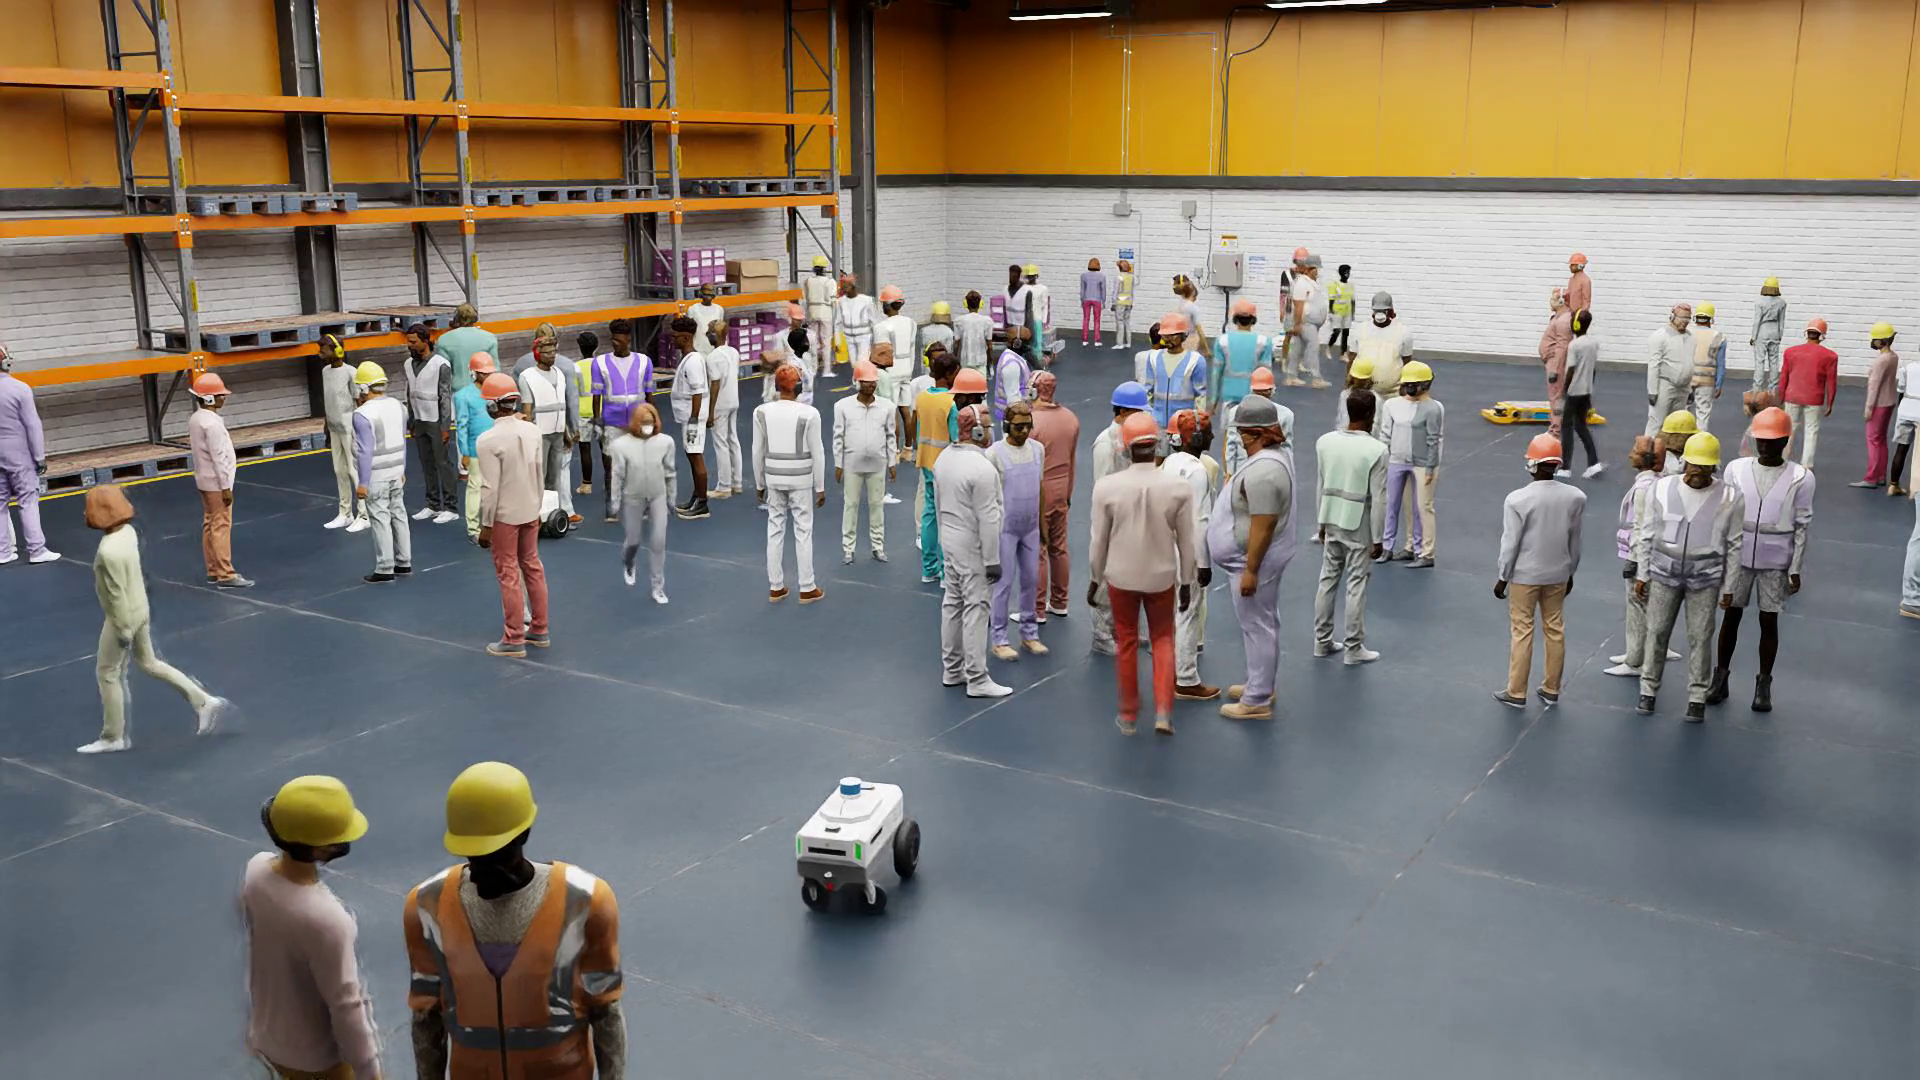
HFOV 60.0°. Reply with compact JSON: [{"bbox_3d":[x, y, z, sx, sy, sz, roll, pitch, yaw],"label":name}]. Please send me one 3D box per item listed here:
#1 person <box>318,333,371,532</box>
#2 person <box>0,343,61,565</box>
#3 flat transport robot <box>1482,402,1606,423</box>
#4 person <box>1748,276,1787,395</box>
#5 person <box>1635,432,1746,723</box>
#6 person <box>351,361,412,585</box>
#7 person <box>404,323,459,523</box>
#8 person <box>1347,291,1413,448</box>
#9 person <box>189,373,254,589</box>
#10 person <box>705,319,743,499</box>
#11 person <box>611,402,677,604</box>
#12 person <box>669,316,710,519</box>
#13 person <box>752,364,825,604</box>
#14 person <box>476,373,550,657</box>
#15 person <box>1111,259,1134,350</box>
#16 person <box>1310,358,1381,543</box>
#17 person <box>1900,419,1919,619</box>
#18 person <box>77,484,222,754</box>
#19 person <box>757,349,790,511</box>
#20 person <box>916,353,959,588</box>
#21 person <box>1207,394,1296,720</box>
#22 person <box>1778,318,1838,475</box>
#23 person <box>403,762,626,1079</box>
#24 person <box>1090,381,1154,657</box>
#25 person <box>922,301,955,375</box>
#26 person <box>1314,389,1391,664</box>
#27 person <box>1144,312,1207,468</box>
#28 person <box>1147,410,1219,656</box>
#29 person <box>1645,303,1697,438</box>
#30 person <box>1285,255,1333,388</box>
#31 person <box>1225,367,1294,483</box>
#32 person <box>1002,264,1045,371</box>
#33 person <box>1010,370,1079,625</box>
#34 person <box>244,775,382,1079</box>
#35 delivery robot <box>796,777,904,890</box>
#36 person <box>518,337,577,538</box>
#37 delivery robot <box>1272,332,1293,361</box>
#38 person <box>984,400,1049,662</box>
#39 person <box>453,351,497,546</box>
[{"bbox_3d":[-5.780,-1.004,15.550,0.535,1.863,0.330,8,15,31],"label":"person"},{"bbox_3d":[-8.146,-0.729,14.260,0.639,1.910,0.407,0,13,1],"label":"person"},{"bbox_3d":[7.727,-1.696,22.039,1.431,0.197,0.652,0,13,2],"label":"flat transport robot"},{"bbox_3d":[11.848,-2.994,24.443,0.492,1.742,0.323,-2,13,-7],"label":"person"},{"bbox_3d":[4.511,0.224,10.320,0.596,1.825,0.403,8,15,30],"label":"person"},{"bbox_3d":[-4.764,-0.548,13.640,0.404,1.829,0.600,4,13,16],"label":"person"},{"bbox_3d":[-5.080,-1.126,15.985,0.589,1.911,0.387,8,15,32],"label":"person"},{"bbox_3d":[4.560,-1.695,18.156,0.680,2.000,0.537,4,14,18],"label":"person"},{"bbox_3d":[-6.035,-0.482,13.524,0.324,1.752,0.560,-11,17,-39],"label":"person"},{"bbox_3d":[-2.436,-1.338,17.036,0.328,1.844,0.514,6,14,23],"label":"person"},{"bbox_3d":[-2.513,-0.323,13.159,0.511,1.609,0.594,-5,14,-22],"label":"person"},{"bbox_3d":[-2.620,-1.191,16.134,0.361,1.963,0.614,-3,13,-13],"label":"person"},{"bbox_3d":[-1.333,-0.435,13.036,0.584,1.882,0.337,4,14,16],"label":"person"},{"bbox_3d":[-3.161,-0.175,11.667,0.396,1.992,0.623,6,14,25],"label":"person"},{"bbox_3d":[2.969,-4.289,30.314,0.510,1.634,0.320,-12,18,-42],"label":"person"},{"bbox_3d":[3.491,-0.780,14.909,0.429,1.712,0.568,-8,15,-32],"label":"person"},{"bbox_3d":[7.421,-0.395,12.626,0.384,1.993,0.609,8,15,32],"label":"person"},{"bbox_3d":[-4.836,0.451,9.784,0.723,1.611,0.495,-2,13,-10],"label":"person"},{"bbox_3d":[-1.823,-1.096,16.518,0.639,1.601,0.546,-6,14,-25],"label":"person"},{"bbox_3d":[-0.144,-0.565,13.536,0.391,1.914,0.593,-9,16,-35],"label":"person"},{"bbox_3d":[1.810,0.095,10.393,0.536,2.000,0.688,4,14,18],"label":"person"},{"bbox_3d":[9.284,-1.562,18.240,0.577,1.738,0.354,9,16,35],"label":"person"},{"bbox_3d":[-1.211,1.506,4.560,0.587,1.916,0.395,0,13,1],"label":"person"},{"bbox_3d":[1.132,-0.149,11.684,0.417,1.939,0.605,7,15,29],"label":"person"},{"bbox_3d":[-0.297,-2.107,20.656,0.487,1.717,0.706,7,15,27],"label":"person"},{"bbox_3d":[2.687,-0.090,11.493,0.390,1.910,0.583,-10,16,-37],"label":"person"},{"bbox_3d":[1.992,-1.113,15.630,0.616,2.041,0.378,7,15,29],"label":"person"},{"bbox_3d":[1.537,-0.033,11.580,0.563,1.752,0.329,-11,17,-40],"label":"person"},{"bbox_3d":[7.818,-1.645,18.254,0.636,1.902,0.406,-6,14,-25],"label":"person"},{"bbox_3d":[5.367,-3.323,25.218,0.899,2.000,0.695,6,14,24],"label":"person"},{"bbox_3d":[2.499,-0.574,13.921,0.562,1.752,0.327,2,13,8],"label":"person"},{"bbox_3d":[0.946,-3.309,25.540,0.638,1.878,0.823,11,17,40],"label":"person"},{"bbox_3d":[0.602,-0.322,12.497,0.403,1.906,0.651,11,17,40],"label":"person"},{"bbox_3d":[-1.959,1.504,4.973,0.562,1.728,0.426,11,17,39],"label":"person"},{"bbox_3d":[-0.518,1.372,7.907,0.477,0.478,0.707,3,13,14],"label":"delivery robot"},{"bbox_3d":[-3.835,-0.963,15.407,0.389,1.847,0.563,6,14,25],"label":"person"},{"bbox_3d":[5.431,-3.273,28.055,0.477,0.478,0.707,3,13,12],"label":"delivery robot"},{"bbox_3d":[0.385,-0.069,11.563,0.518,1.836,0.346,-9,16,-33],"label":"person"},{"bbox_3d":[-4.285,-0.835,15.056,0.341,1.750,0.567,9,16,33],"label":"person"}]
